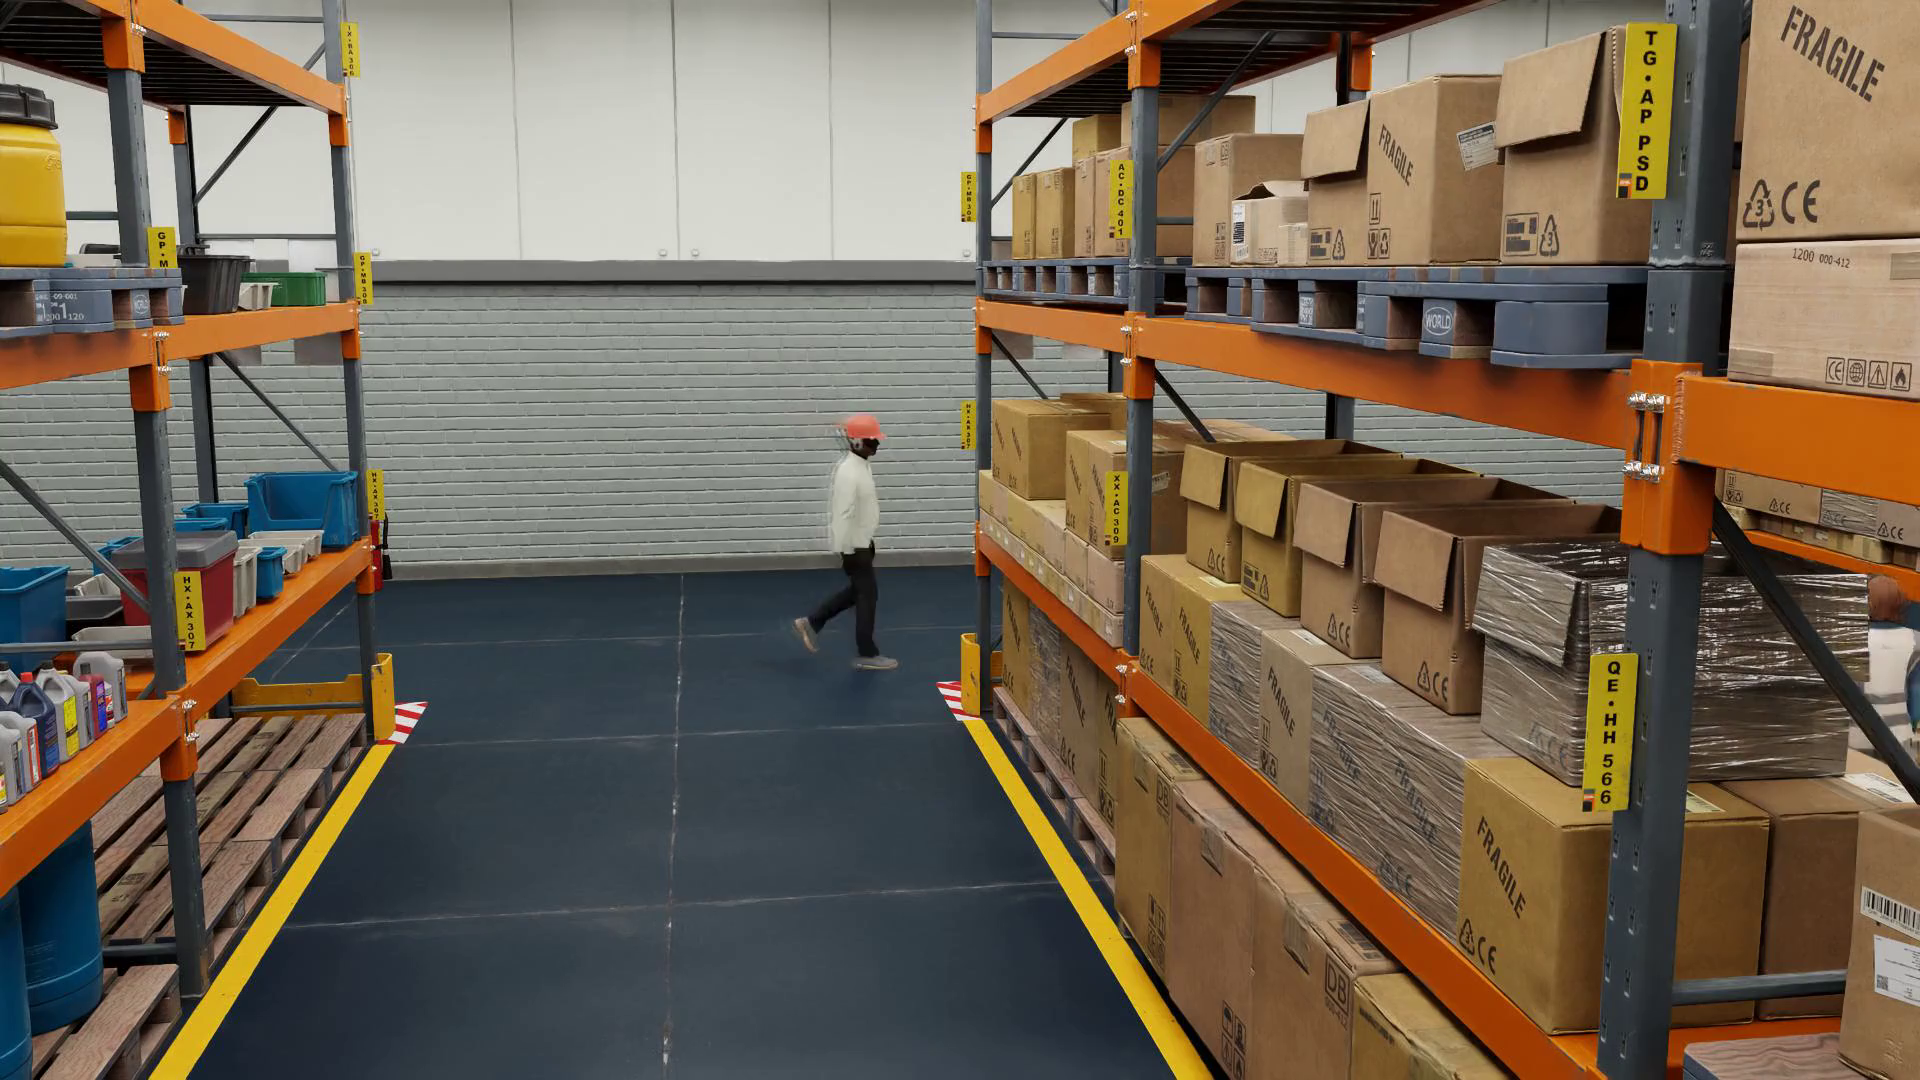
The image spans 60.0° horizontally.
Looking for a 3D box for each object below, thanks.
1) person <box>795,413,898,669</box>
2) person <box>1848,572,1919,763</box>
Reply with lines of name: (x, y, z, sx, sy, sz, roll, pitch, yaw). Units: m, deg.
person: (-0.869, 0.012, 12.630, 0.728, 1.974, 0.629, 1, 9, 4)
person: (4.403, 0.949, 8.023, 0.524, 1.595, 0.878, 0, 9, -1)
